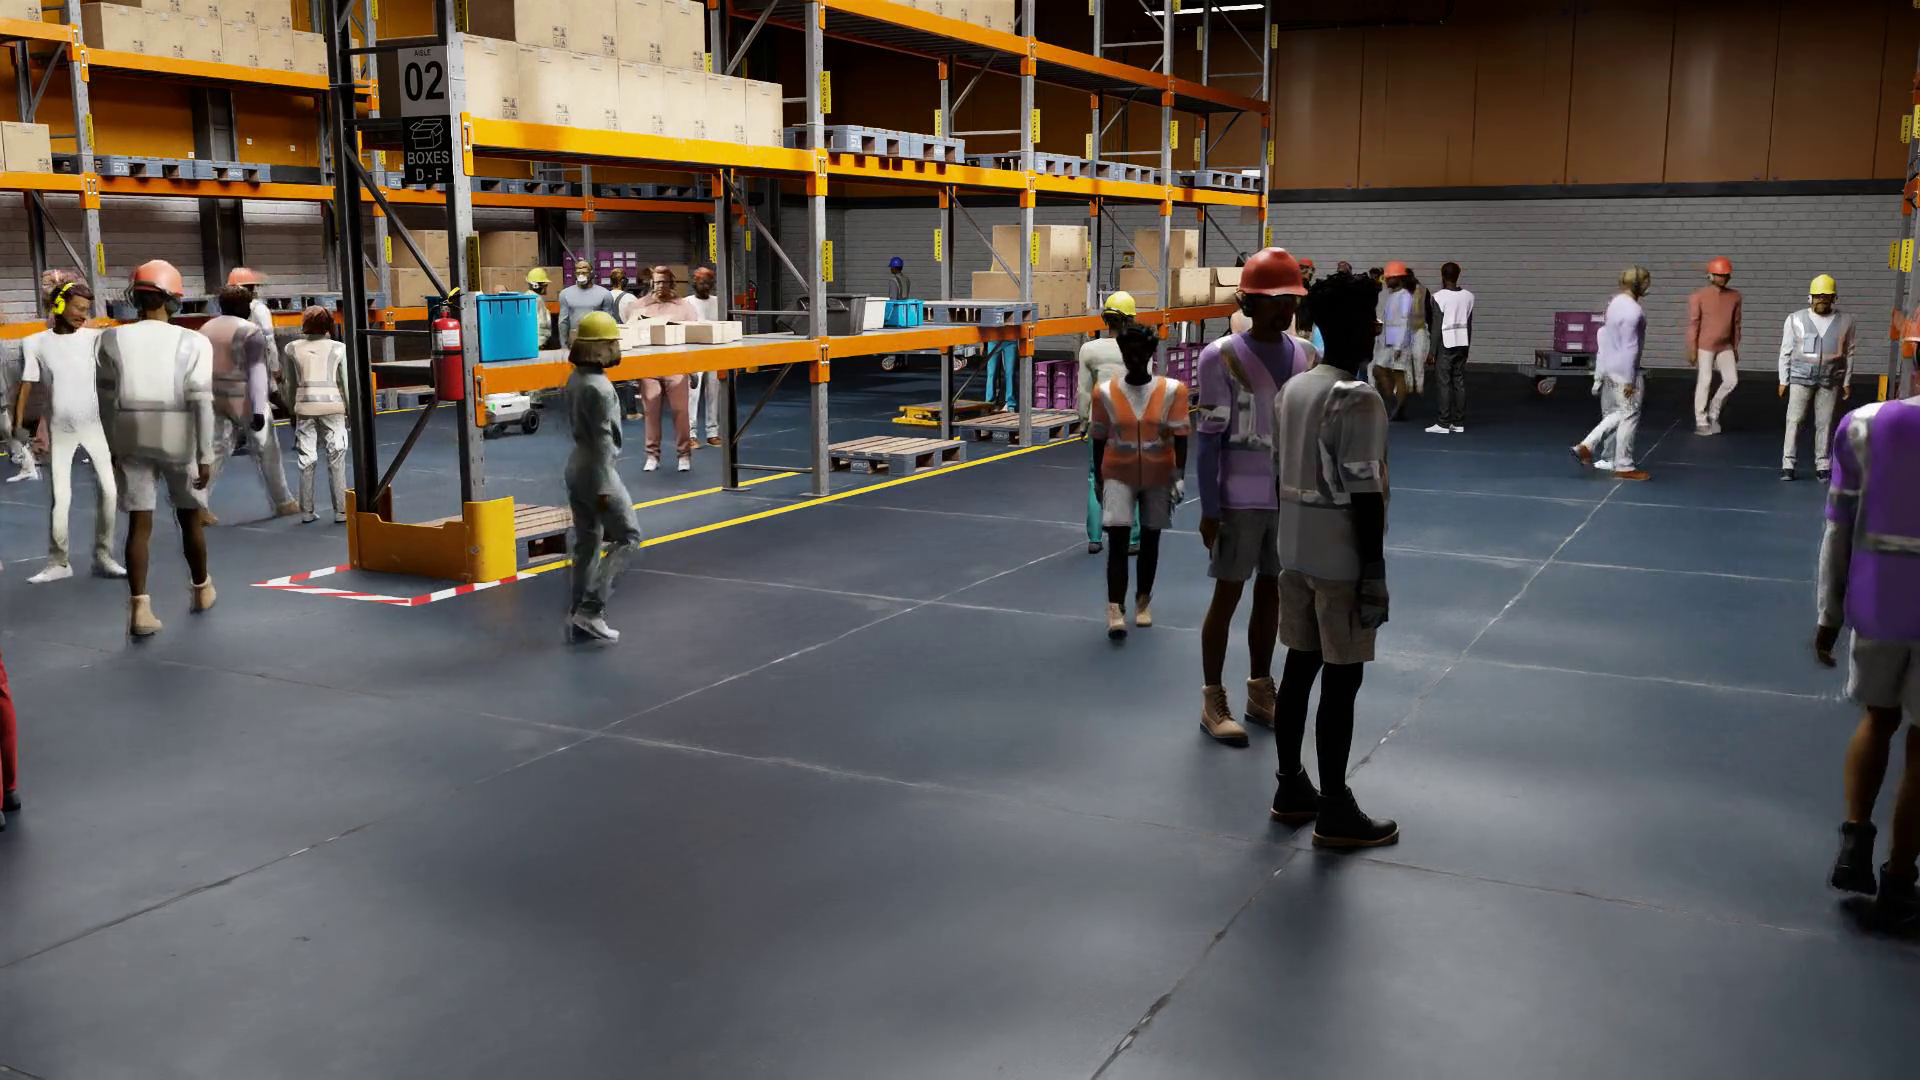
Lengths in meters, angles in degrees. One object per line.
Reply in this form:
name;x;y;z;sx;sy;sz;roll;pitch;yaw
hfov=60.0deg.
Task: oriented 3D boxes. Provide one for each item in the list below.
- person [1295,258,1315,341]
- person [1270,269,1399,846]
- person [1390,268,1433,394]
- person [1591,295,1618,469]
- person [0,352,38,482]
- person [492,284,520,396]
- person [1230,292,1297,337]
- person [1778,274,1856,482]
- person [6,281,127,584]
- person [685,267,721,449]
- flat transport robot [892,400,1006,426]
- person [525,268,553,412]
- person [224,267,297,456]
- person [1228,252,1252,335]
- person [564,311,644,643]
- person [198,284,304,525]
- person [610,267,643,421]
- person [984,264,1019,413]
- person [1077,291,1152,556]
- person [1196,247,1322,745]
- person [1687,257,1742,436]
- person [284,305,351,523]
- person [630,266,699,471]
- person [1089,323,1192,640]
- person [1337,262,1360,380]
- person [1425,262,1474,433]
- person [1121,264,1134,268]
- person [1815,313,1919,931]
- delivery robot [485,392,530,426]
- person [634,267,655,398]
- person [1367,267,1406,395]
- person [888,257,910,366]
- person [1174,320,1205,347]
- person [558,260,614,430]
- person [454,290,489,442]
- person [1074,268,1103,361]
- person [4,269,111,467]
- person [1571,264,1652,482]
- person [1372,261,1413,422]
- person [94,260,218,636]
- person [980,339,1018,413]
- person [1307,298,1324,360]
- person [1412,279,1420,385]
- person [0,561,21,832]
person;4.705;-2.892;22.872;0.440;1.956;0.659;-2;10;-10
person;1.287;0.063;5.721;0.367;1.966;0.607;-3;10;-19
person;6.476;-3.002;23.955;0.690;1.804;0.667;3;10;19
person;6.145;-1.475;15.595;0.500;1.632;0.286;-4;10;-20
person;-8.522;-1.258;14.478;0.833;1.586;0.513;-8;12;-37
person;-5.590;-2.305;20.382;0.515;1.640;0.309;-1;10;-3
person;2.688;-1.425;14.594;0.649;1.883;0.729;0;10;2
person;7.563;-1.421;14.703;0.600;1.831;0.404;3;10;19
person;-5.478;-0.651;10.232;0.676;1.849;0.377;-5;11;-29
person;-2.660;-1.873;17.204;0.578;1.878;0.351;-6;12;-32
flat transport robot;-0.116;-1.519;19.785;0.652;0.197;1.431;7;12;34
person;-5.423;-2.556;21.304;0.411;1.831;0.707;-3;10;-15
person;-7.013;-1.802;16.784;1.019;1.889;0.554;-8;13;-40
person;4.606;-3.626;26.867;0.537;2.000;0.682;9;13;41
person;-1.862;-0.308;8.572;0.392;1.730;0.493;-7;12;-36
person;-5.444;-1.018;12.496;0.640;1.799;0.962;4;10;21
person;-4.109;-2.358;20.091;0.508;1.844;0.336;2;10;14
person;0.517;-2.577;21.122;0.586;1.928;0.369;8;13;40
person;1.051;-0.777;11.169;0.533;1.767;0.326;4;11;23
person;1.258;-0.177;6.890;0.611;2.042;0.395;-5;11;-28
person;8.344;-2.130;18.386;0.644;1.973;0.447;-1;10;-7
person;-4.784;-0.934;12.466;0.517;1.634;0.312;0;10;-1
person;-2.740;-1.583;15.448;0.659;1.904;0.405;0;10;0
person;0.941;-0.295;8.716;0.538;1.648;0.869;1;10;4
person;5.456;-3.002;23.681;0.647;1.901;0.402;9;14;44
person;5.518;-2.157;18.716;0.591;1.918;0.383;-5;11;-28
person;2.634;-3.386;26.053;0.429;1.842;0.629;0;10;-3
person;2.879;0.217;4.955;0.411;1.919;0.560;-8;13;-39
delivery robot;-5.083;-1.470;18.414;0.477;0.478;0.707;4;10;21
person;-4.198;-2.854;23.021;0.739;1.827;0.545;4;10;21
person;5.952;-2.895;23.261;0.822;1.841;0.564;-7;12;-34
person;-1.114;-4.102;29.892;0.395;1.944;0.614;4;11;24
person;3.737;-3.588;27.097;0.573;1.887;0.356;-4;10;-20
person;-4.275;-2.225;19.048;0.636;1.939;0.362;-1;10;-4
person;-5.280;-2.026;17.902;0.372;1.939;0.631;0;10;-2
person;2.124;-3.717;28.078;0.613;1.799;0.796;2;10;9
person;-8.564;-1.621;15.774;0.975;1.853;0.676;-5;11;-27
person;5.841;-1.469;14.709;0.564;1.921;0.649;1;10;7
person;5.169;-2.365;19.903;0.453;1.921;0.580;-2;10;-9
person;-4.326;-0.503;8.978;0.616;1.995;1.045;-2;10;-14
person;0.523;-2.423;20.466;0.572;1.844;0.376;0;10;-2
person;3.456;-1.502;15.654;0.349;1.667;0.696;5;11;25
person;6.940;-3.194;25.540;0.283;1.633;0.501;1;10;7
person;-3.514;0.153;5.778;0.309;1.772;0.525;-3;10;-15
